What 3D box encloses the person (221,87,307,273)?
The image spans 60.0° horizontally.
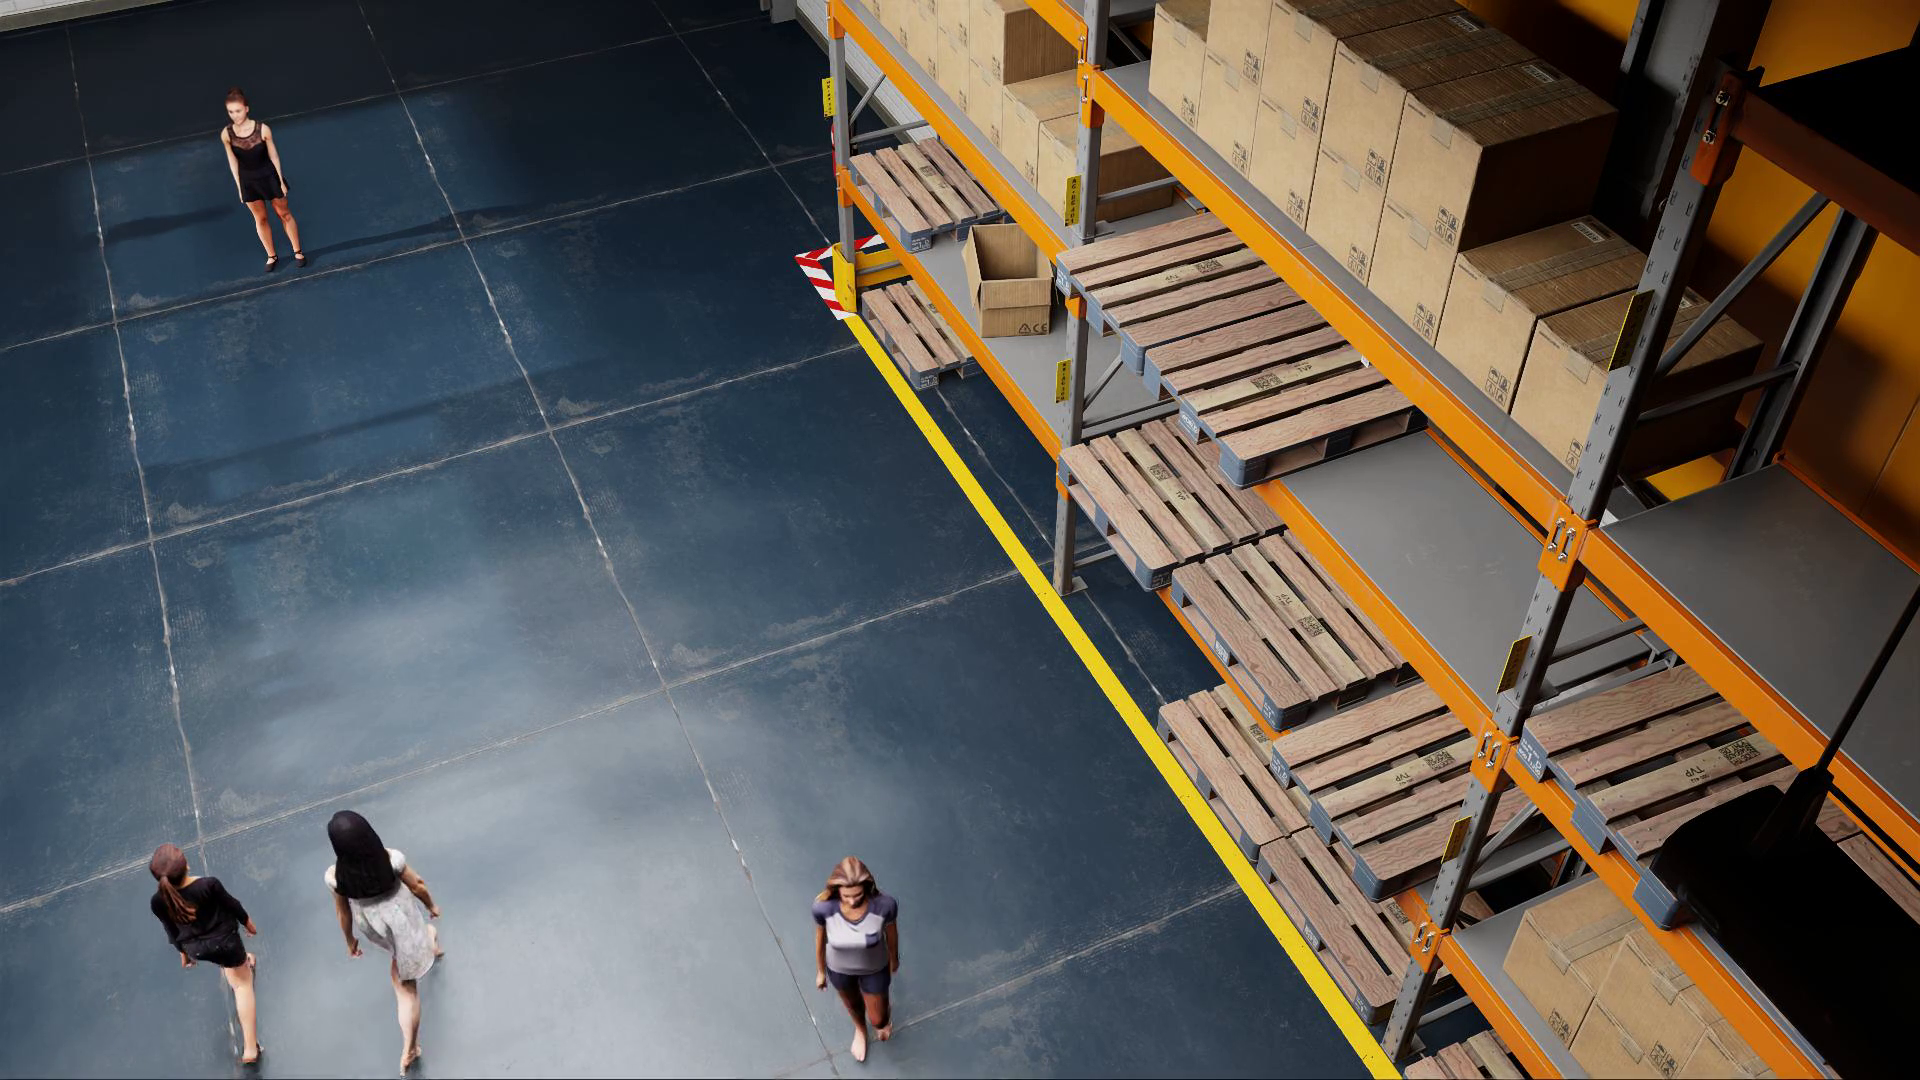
[{"bbox_3d":[-6.026,-3.103,14.337,0.612,1.674,0.608,-10,45,-11],"label":"person"}]

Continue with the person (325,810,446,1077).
[{"bbox_3d":[-3.005,2.146,8.800,0.783,1.712,1.205,-9,44,-10],"label":"person"}]

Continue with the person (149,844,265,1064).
[{"bbox_3d":[-3.998,2.188,8.890,0.641,1.527,1.063,-12,45,-12],"label":"person"}]

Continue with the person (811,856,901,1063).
[{"bbox_3d":[-0.533,2.150,8.790,0.715,1.720,0.761,3,44,3],"label":"person"}]
